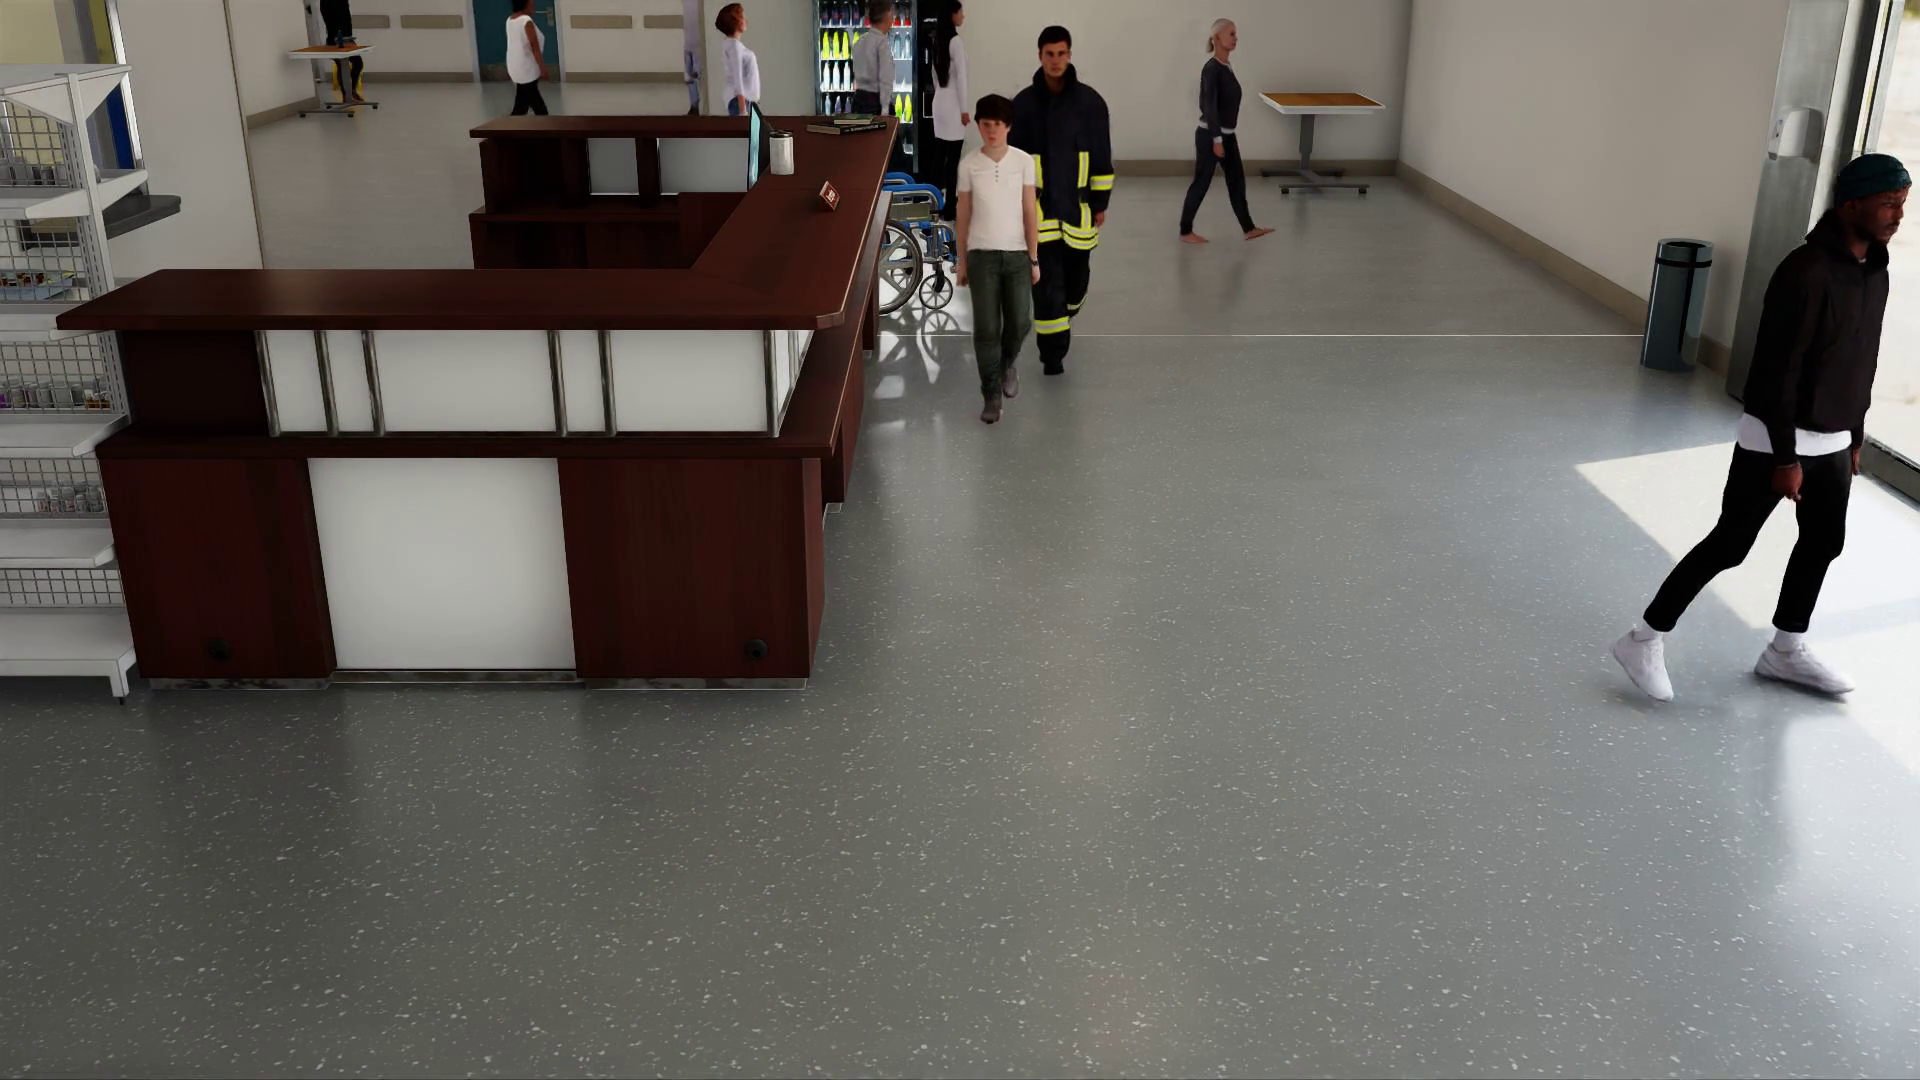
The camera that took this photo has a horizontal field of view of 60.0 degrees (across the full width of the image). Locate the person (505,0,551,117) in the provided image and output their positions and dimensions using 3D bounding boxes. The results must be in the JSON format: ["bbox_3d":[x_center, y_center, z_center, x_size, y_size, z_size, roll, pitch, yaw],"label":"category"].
[{"bbox_3d":[-4.806,-5.132,18.220,1.176,1.660,1.031,-14,25,-33],"label":"person"}]

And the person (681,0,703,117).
[{"bbox_3d":[-3.220,-6.162,20.709,1.064,1.823,0.990,-17,27,-38],"label":"person"}]

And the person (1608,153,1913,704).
[{"bbox_3d":[2.709,-0.334,5.354,0.986,1.800,1.125,-12,24,-28],"label":"person"}]

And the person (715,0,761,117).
[{"bbox_3d":[-2.107,-3.999,15.176,0.998,1.698,0.636,-1,21,-3],"label":"person"}]

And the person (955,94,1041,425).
[{"bbox_3d":[0.200,-1.430,8.472,0.715,1.642,0.659,1,21,3],"label":"person"}]

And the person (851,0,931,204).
[{"bbox_3d":[-0.794,-3.602,14.028,1.185,1.769,1.116,-18,27,-39],"label":"person"}]

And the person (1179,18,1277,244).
[{"bbox_3d":[1.923,-3.157,12.949,1.077,1.700,0.918,10,23,25],"label":"person"}]

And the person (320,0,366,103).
[{"bbox_3d":[-8.370,-6.713,22.334,0.758,1.702,0.749,9,23,23],"label":"person"}]

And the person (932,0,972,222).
[{"bbox_3d":[-0.101,-3.631,14.050,0.682,1.807,0.684,-12,24,-28],"label":"person"}]

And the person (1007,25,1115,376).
[{"bbox_3d":[0.546,-1.906,9.365,1.048,1.899,0.859,-1,21,-2],"label":"person"}]
